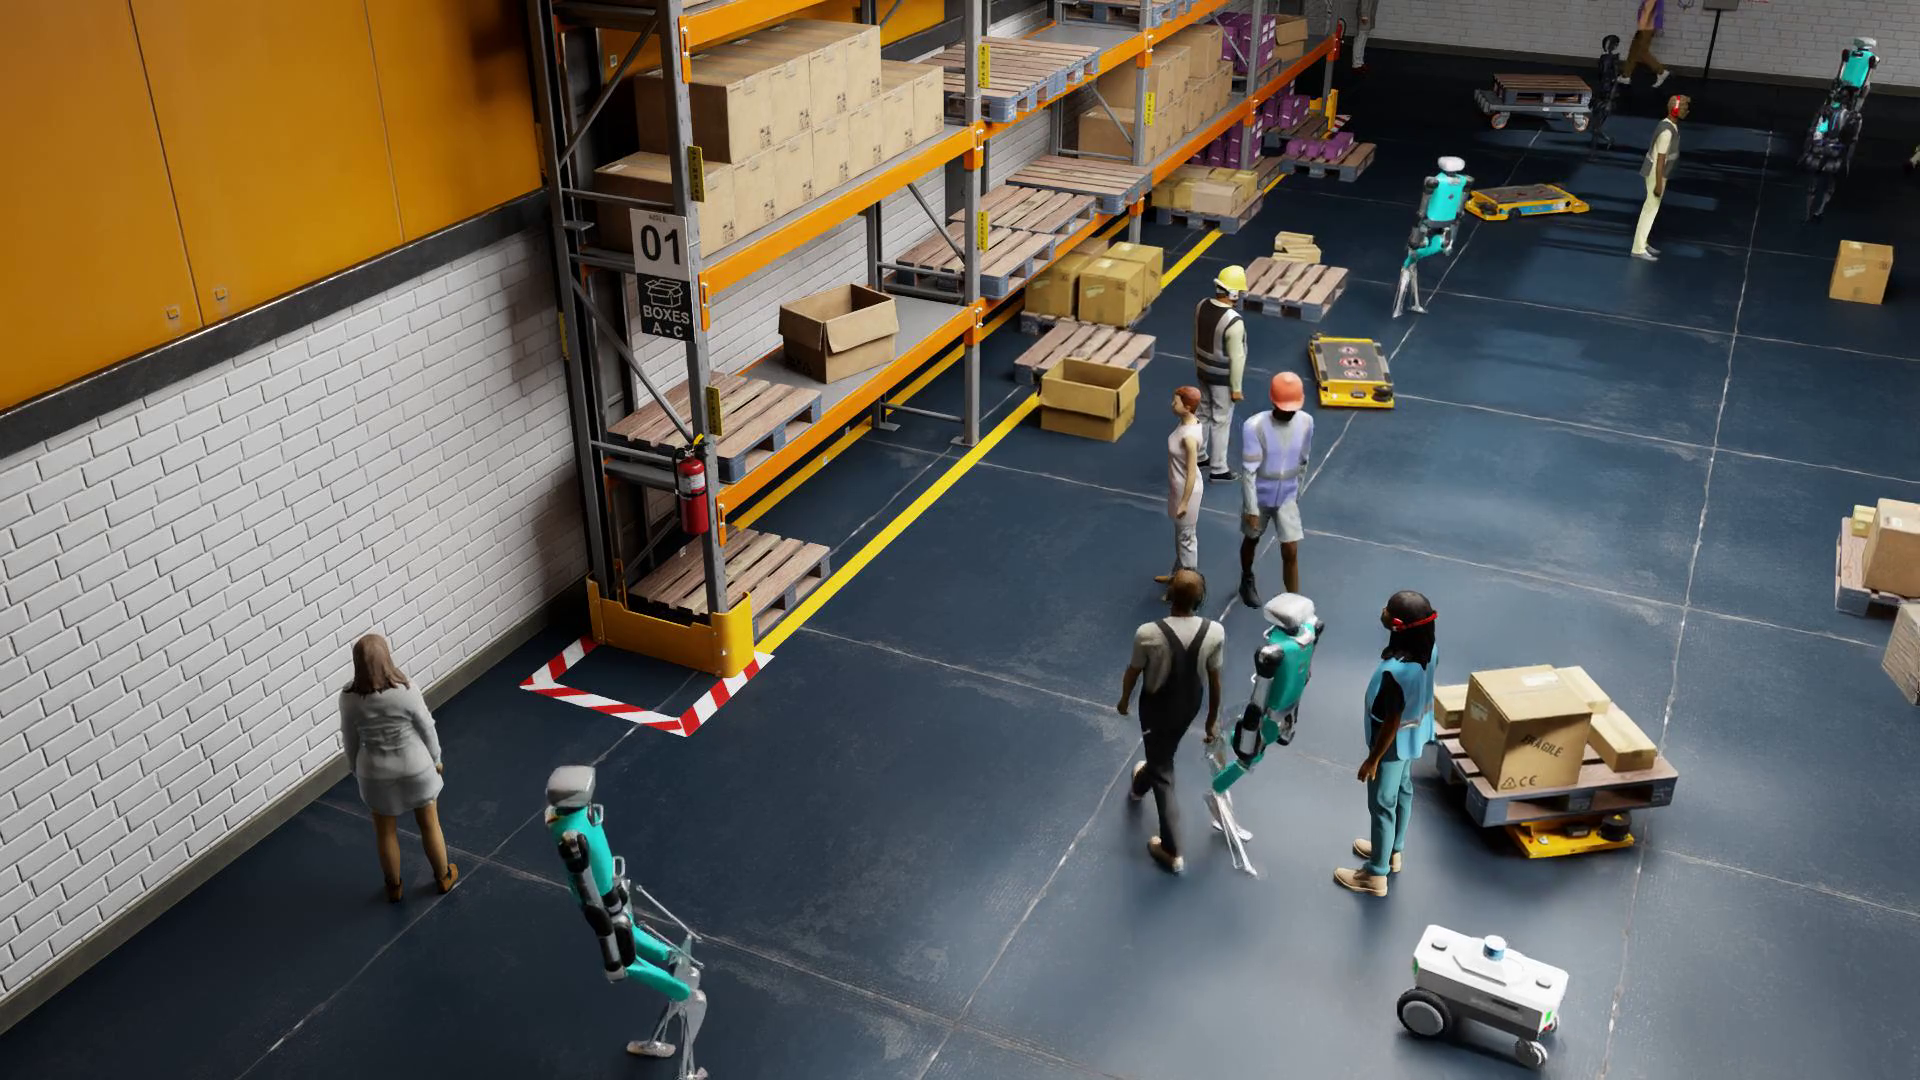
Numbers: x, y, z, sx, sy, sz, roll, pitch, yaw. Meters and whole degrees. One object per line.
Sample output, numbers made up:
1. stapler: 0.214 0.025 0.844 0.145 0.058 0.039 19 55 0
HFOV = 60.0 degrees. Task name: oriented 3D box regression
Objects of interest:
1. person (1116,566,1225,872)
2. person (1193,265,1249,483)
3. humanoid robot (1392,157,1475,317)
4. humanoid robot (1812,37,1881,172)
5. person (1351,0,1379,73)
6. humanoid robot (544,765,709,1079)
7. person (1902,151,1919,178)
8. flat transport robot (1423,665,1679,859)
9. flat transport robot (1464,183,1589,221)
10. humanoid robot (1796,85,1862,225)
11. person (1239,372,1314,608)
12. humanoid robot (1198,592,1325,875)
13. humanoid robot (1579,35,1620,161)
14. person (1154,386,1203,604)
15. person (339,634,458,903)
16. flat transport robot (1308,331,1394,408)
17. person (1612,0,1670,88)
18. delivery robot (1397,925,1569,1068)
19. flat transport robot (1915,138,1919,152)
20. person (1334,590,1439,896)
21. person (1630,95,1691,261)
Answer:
1. person: 1.163 0.923 9.408 0.507 1.790 0.895 -9 30 -16
2. person: 2.136 -1.360 13.613 0.403 1.821 0.593 -13 31 -23
3. humanoid robot: 4.718 -3.082 16.910 0.554 1.770 0.812 -8 29 -14
4. humanoid robot: 11.304 -5.572 21.536 0.900 1.775 0.532 -11 30 -20
5. person: 6.583 -8.505 26.854 0.368 1.834 0.501 14 32 25
6. humanoid robot: -1.459 1.816 7.841 0.818 1.794 0.566 -6 29 -12
7. person: 12.569 -5.425 21.130 0.664 1.847 0.577 6 29 11
8. flat transport robot: 3.439 1.402 10.128 0.659 0.231 1.431 -5 29 -9
9. flat transport robot: 6.919 -4.148 20.419 1.431 0.231 0.659 -8 29 -14
10. humanoid robot: 10.231 -4.542 19.673 0.599 1.645 0.375 21 35 34
11. person: 2.202 -0.248 11.490 0.546 1.880 0.979 -5 29 -9
12. humanoid robot: 1.565 1.023 9.302 0.754 1.791 0.537 23 36 36
13. humanoid robot: 8.645 -5.885 22.167 0.534 1.643 0.608 -3 28 -5
14. person: 1.584 -0.330 11.870 0.286 1.661 0.450 1 28 2
15. person: -3.043 1.227 8.984 0.483 1.661 0.337 -7 29 -12
16. flat transport robot: 3.684 -1.611 15.715 0.659 0.231 1.431 3 28 5
17. person: 10.694 -7.988 25.818 0.807 1.897 0.560 13 31 22
18. delivery robot: 2.610 2.231 8.296 0.805 0.601 0.499 16 32 27
19. flat transport robot: 13.804 -5.273 22.506 1.431 0.231 0.659 22 35 35
20. person: 2.344 1.101 9.005 0.389 1.866 0.529 19 33 31
21. person: 7.801 -4.060 18.608 0.380 1.837 0.562 13 31 22
